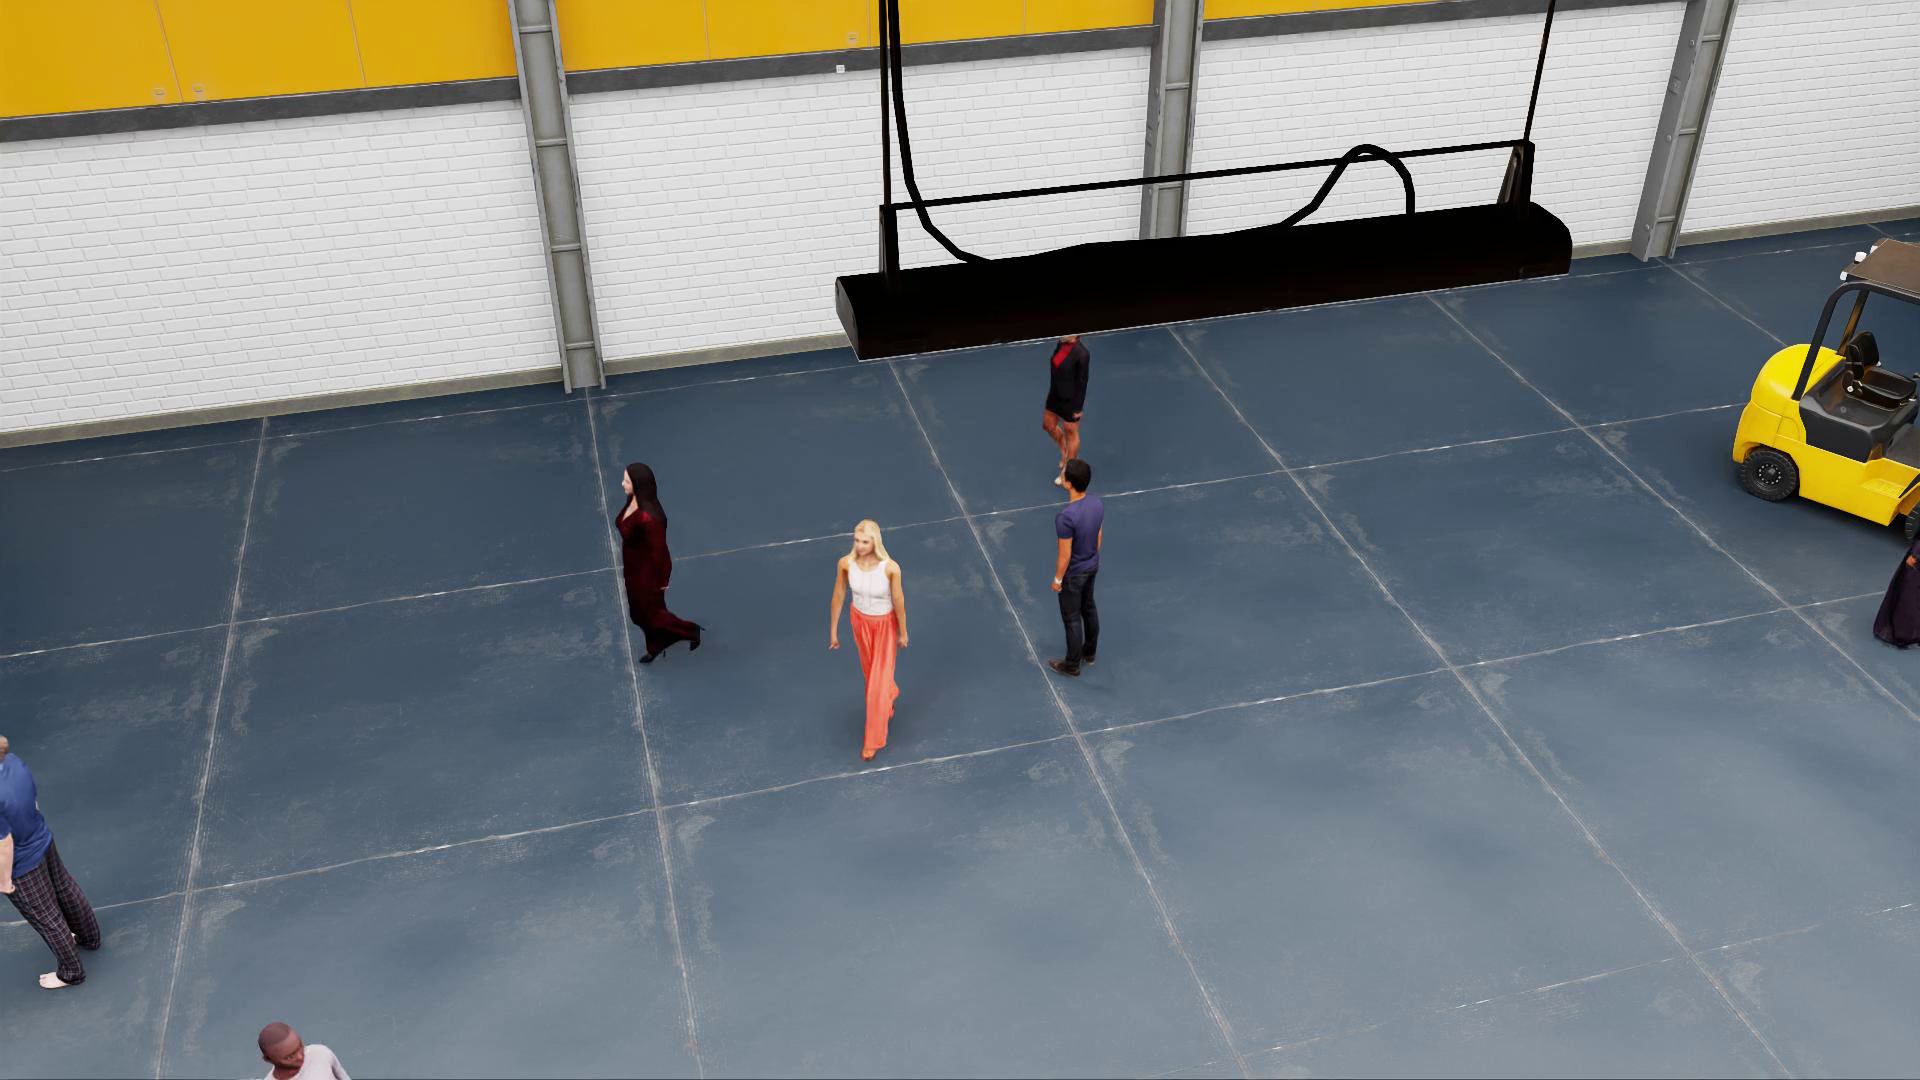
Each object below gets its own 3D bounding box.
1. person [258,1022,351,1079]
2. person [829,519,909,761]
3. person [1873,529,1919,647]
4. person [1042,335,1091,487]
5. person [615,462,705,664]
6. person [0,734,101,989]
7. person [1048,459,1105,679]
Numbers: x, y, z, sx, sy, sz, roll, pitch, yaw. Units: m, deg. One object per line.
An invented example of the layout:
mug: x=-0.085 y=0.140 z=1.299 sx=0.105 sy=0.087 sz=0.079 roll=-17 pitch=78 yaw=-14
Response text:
person: x=-3.177 y=2.936 z=8.094 sx=1.222 sy=1.739 sz=1.095 roll=13 pitch=36 yaw=19
person: x=-0.569 y=0.574 z=11.613 sx=1.061 sy=1.778 sz=1.048 roll=11 pitch=35 yaw=15
person: x=7.334 y=0.098 z=12.490 sx=0.615 sy=1.600 sz=0.761 roll=-20 pitch=39 yaw=-27
person: x=0.986 y=-1.223 z=14.448 sx=0.700 sy=1.632 sz=0.669 roll=-20 pitch=38 yaw=-27
person: x=-2.213 y=0.184 z=12.227 sx=0.796 sy=1.747 sz=0.701 roll=-12 pitch=36 yaw=-18
person: x=-5.415 y=1.821 z=9.653 sx=0.638 sy=1.871 sz=0.712 roll=0 pitch=34 yaw=0
person: x=0.864 y=0.209 z=12.153 sx=0.785 sy=1.788 sz=0.668 roll=26 pitch=42 yaw=34
